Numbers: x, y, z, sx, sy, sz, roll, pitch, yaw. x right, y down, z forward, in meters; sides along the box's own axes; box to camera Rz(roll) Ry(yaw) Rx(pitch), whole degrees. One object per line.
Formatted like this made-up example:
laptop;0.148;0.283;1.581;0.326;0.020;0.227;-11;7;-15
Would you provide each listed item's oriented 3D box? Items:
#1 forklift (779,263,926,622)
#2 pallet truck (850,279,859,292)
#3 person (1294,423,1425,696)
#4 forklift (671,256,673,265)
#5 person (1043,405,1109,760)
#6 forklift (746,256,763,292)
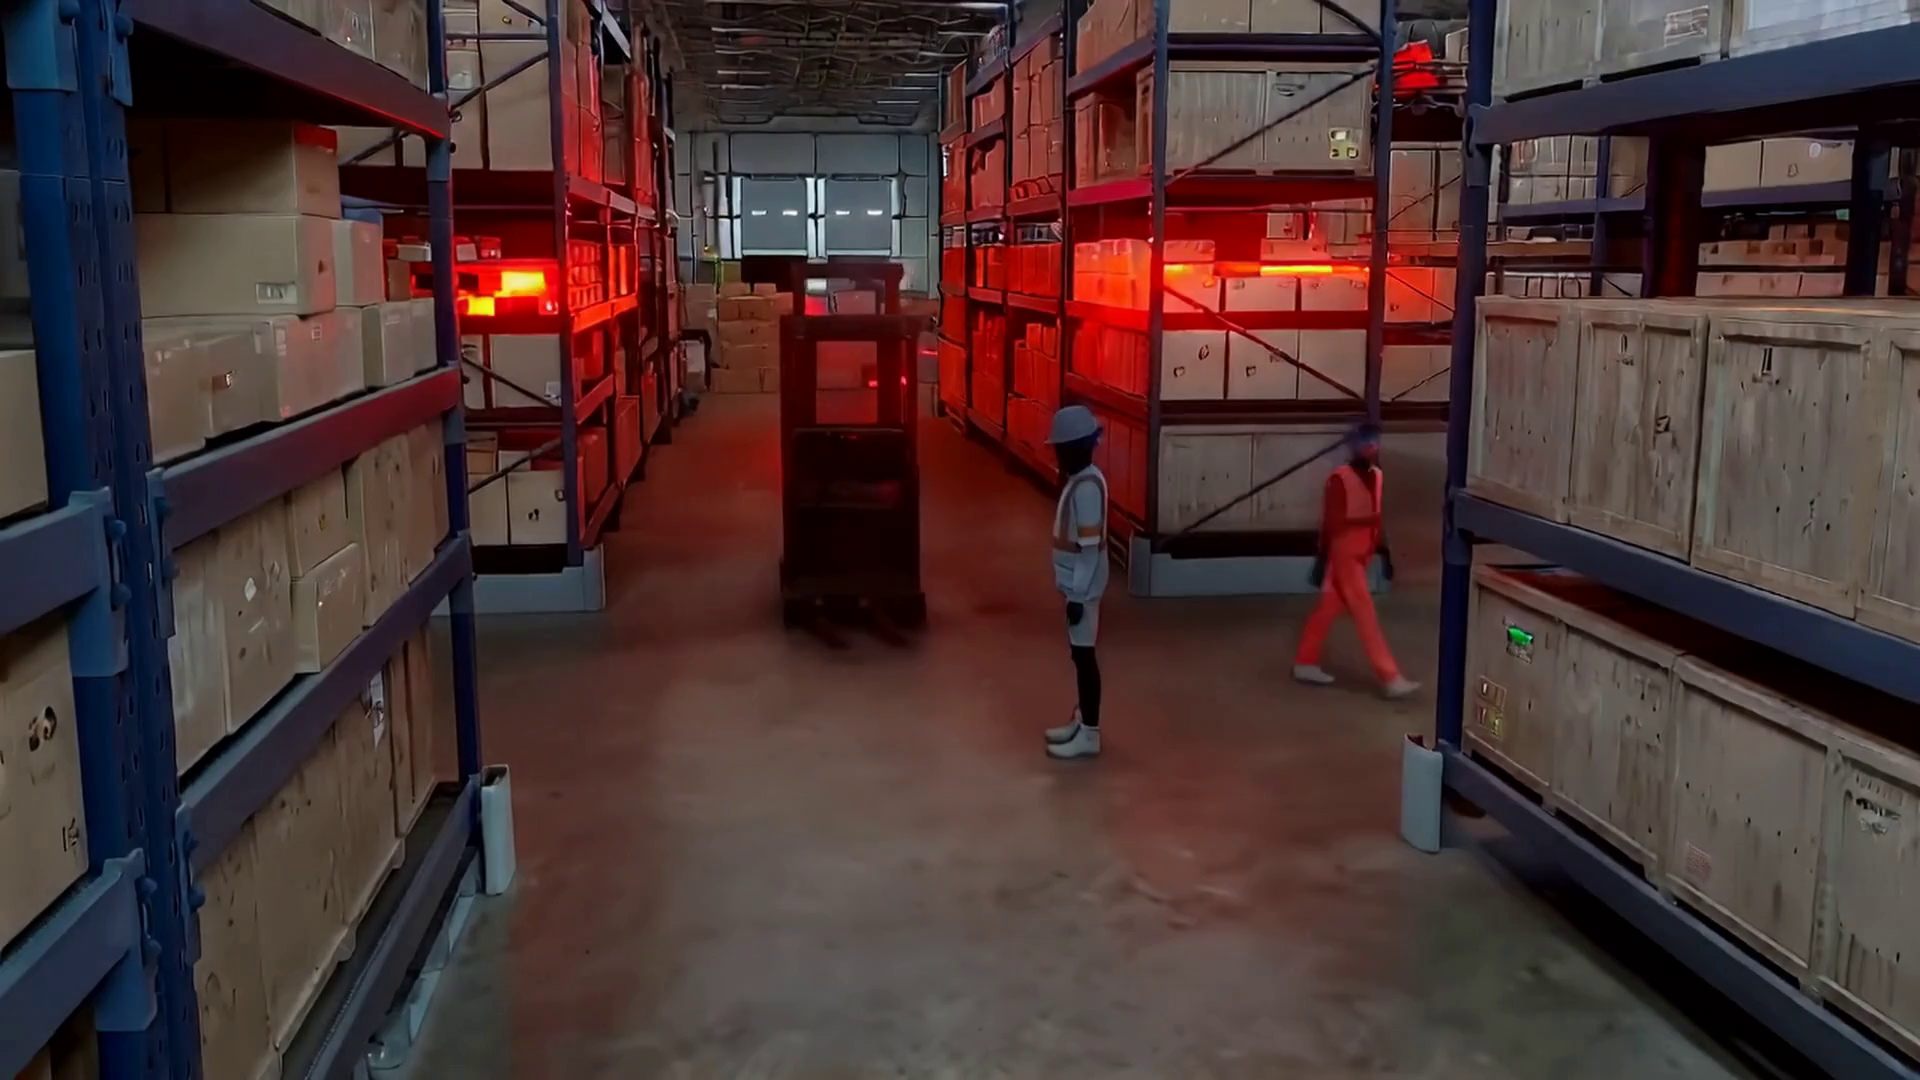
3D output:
forklift;-0.935;-0.886;13.726;1.129;2.768;1.873;-1;10;-7
pallet truck;-3.782;-9.391;65.808;1.885;1.965;0.823;2;10;10
person;2.664;0.118;11.040;0.984;1.786;0.583;8;12;38
forklift;-11.044;-9.144;61.803;1.129;2.768;1.873;-1;10;-7
person;0.669;0.244;9.580;0.371;2.044;0.608;0;10;2
forklift;-7.237;-8.630;58.809;1.873;2.768;1.129;-4;11;-24
